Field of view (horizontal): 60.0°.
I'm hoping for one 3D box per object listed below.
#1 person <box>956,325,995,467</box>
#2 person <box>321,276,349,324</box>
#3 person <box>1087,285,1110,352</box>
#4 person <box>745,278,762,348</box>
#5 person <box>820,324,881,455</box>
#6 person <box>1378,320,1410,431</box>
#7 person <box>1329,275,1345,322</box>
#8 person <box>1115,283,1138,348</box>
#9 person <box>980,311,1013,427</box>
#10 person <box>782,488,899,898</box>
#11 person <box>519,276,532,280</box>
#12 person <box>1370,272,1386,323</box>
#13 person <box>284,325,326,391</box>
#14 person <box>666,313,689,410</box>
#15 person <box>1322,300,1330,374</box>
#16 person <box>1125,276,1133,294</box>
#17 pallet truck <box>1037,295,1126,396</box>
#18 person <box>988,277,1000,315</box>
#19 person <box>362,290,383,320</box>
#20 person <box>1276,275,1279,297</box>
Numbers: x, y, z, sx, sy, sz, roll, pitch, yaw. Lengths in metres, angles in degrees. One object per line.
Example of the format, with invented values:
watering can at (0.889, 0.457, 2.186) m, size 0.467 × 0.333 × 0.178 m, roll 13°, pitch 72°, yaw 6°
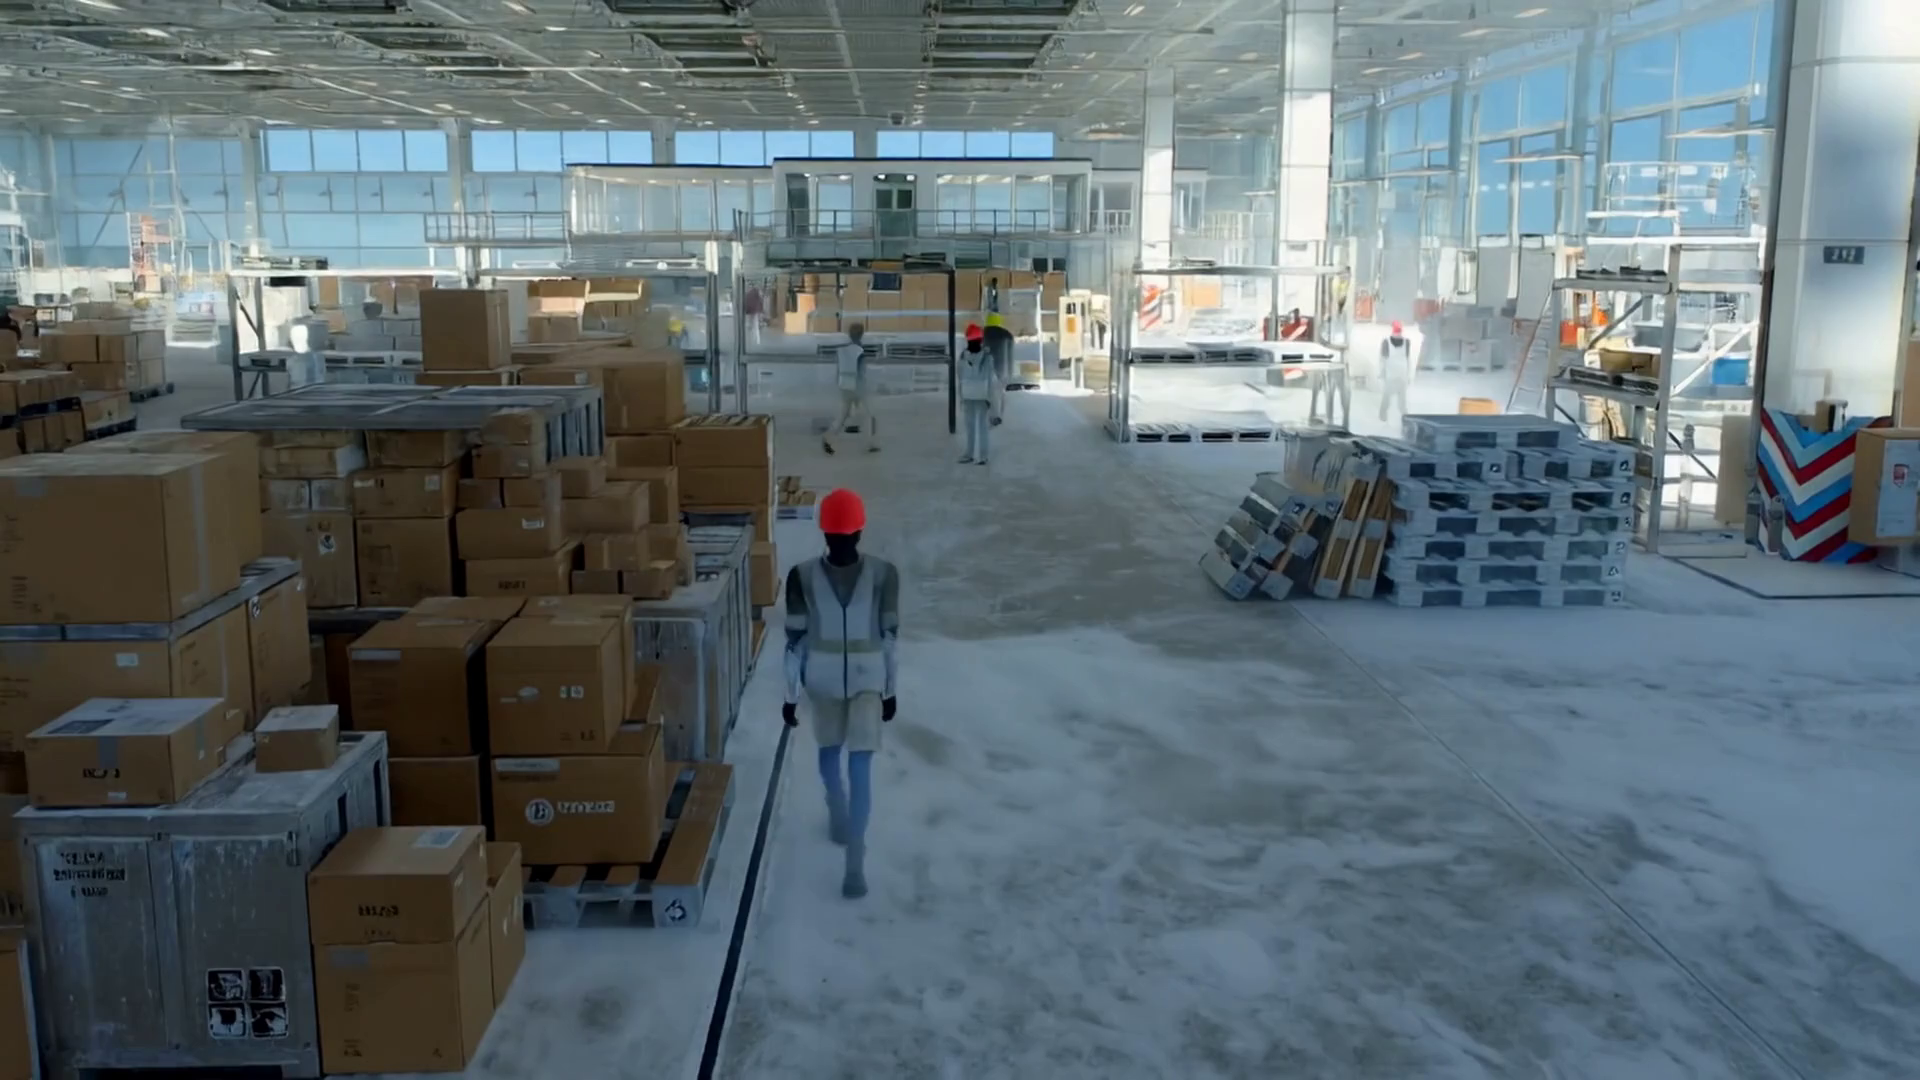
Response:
person at (0.206, -1.948, 22.514) m, size 0.586 × 1.917 × 0.380 m, roll 8°, pitch 13°, yaw 39°
person at (-22.616, -8.682, 59.881) m, size 1.062 × 1.987 × 0.662 m, roll -8°, pitch 13°, yaw -39°
person at (3.822, -6.114, 45.943) m, size 0.630 × 1.840 × 0.429 m, roll 2°, pitch 10°, yaw 12°
person at (-5.917, -6.448, 47.390) m, size 0.608 × 1.988 × 0.392 m, roll -9°, pitch 14°, yaw -41°
person at (-1.578, -2.141, 23.706) m, size 0.592 × 1.883 × 0.938 m, roll 10°, pitch 14°, yaw 43°
person at (7.011, -2.663, 26.873) m, size 0.545 × 1.790 × 0.992 m, roll -1°, pitch 10°, yaw -7°
person at (13.189, -8.327, 58.150) m, size 0.548 × 1.892 × 0.978 m, roll -7°, pitch 12°, yaw -34°
person at (4.618, -6.166, 46.121) m, size 0.634 × 1.884 × 0.476 m, roll 0°, pitch 10°, yaw 1°
person at (0.562, -2.783, 27.194) m, size 0.647 × 1.917 × 0.581 m, roll -2°, pitch 10°, yaw -11°
person at (-0.572, 0.666, 8.037) m, size 0.560 × 1.896 × 0.986 m, roll -1°, pitch 10°, yaw -4°
person at (-17.815, -10.108, 68.189) m, size 0.589 × 1.847 × 0.958 m, roll 0°, pitch 10°, yaw 3°
person at (14.994, -8.637, 59.685) m, size 0.605 × 1.951 × 0.380 m, roll 7°, pitch 12°, yaw 32°
person at (-8.643, -1.867, 21.979) m, size 0.607 × 1.955 × 0.376 m, roll 2°, pitch 10°, yaw 13°
person at (-5.119, -3.219, 30.082) m, size 0.484 × 1.744 × 0.295 m, roll 5°, pitch 11°, yaw 27°
person at (8.362, -4.654, 38.210) m, size 0.532 × 1.695 × 0.319 m, roll 0°, pitch 10°, yaw -3°
person at (6.199, -8.976, 61.924) m, size 0.584 × 1.821 × 0.639 m, roll -4°, pitch 11°, yaw -21°
pallet truck at (2.483, -3.881, 33.060) m, size 1.885 × 1.965 × 0.823 m, roll -7°, pitch 13°, yaw -36°
person at (1.060, -7.295, 52.279) m, size 0.371 × 1.932 × 0.626 m, roll 3°, pitch 11°, yaw 16°
person at (-14.568, -5.283, 41.296) m, size 0.536 × 1.846 × 0.611 m, roll -4°, pitch 11°, yaw -20°
person at (13.770, -10.707, 71.197) m, size 0.615 × 1.955 × 0.893 m, roll 0°, pitch 10°, yaw 0°
